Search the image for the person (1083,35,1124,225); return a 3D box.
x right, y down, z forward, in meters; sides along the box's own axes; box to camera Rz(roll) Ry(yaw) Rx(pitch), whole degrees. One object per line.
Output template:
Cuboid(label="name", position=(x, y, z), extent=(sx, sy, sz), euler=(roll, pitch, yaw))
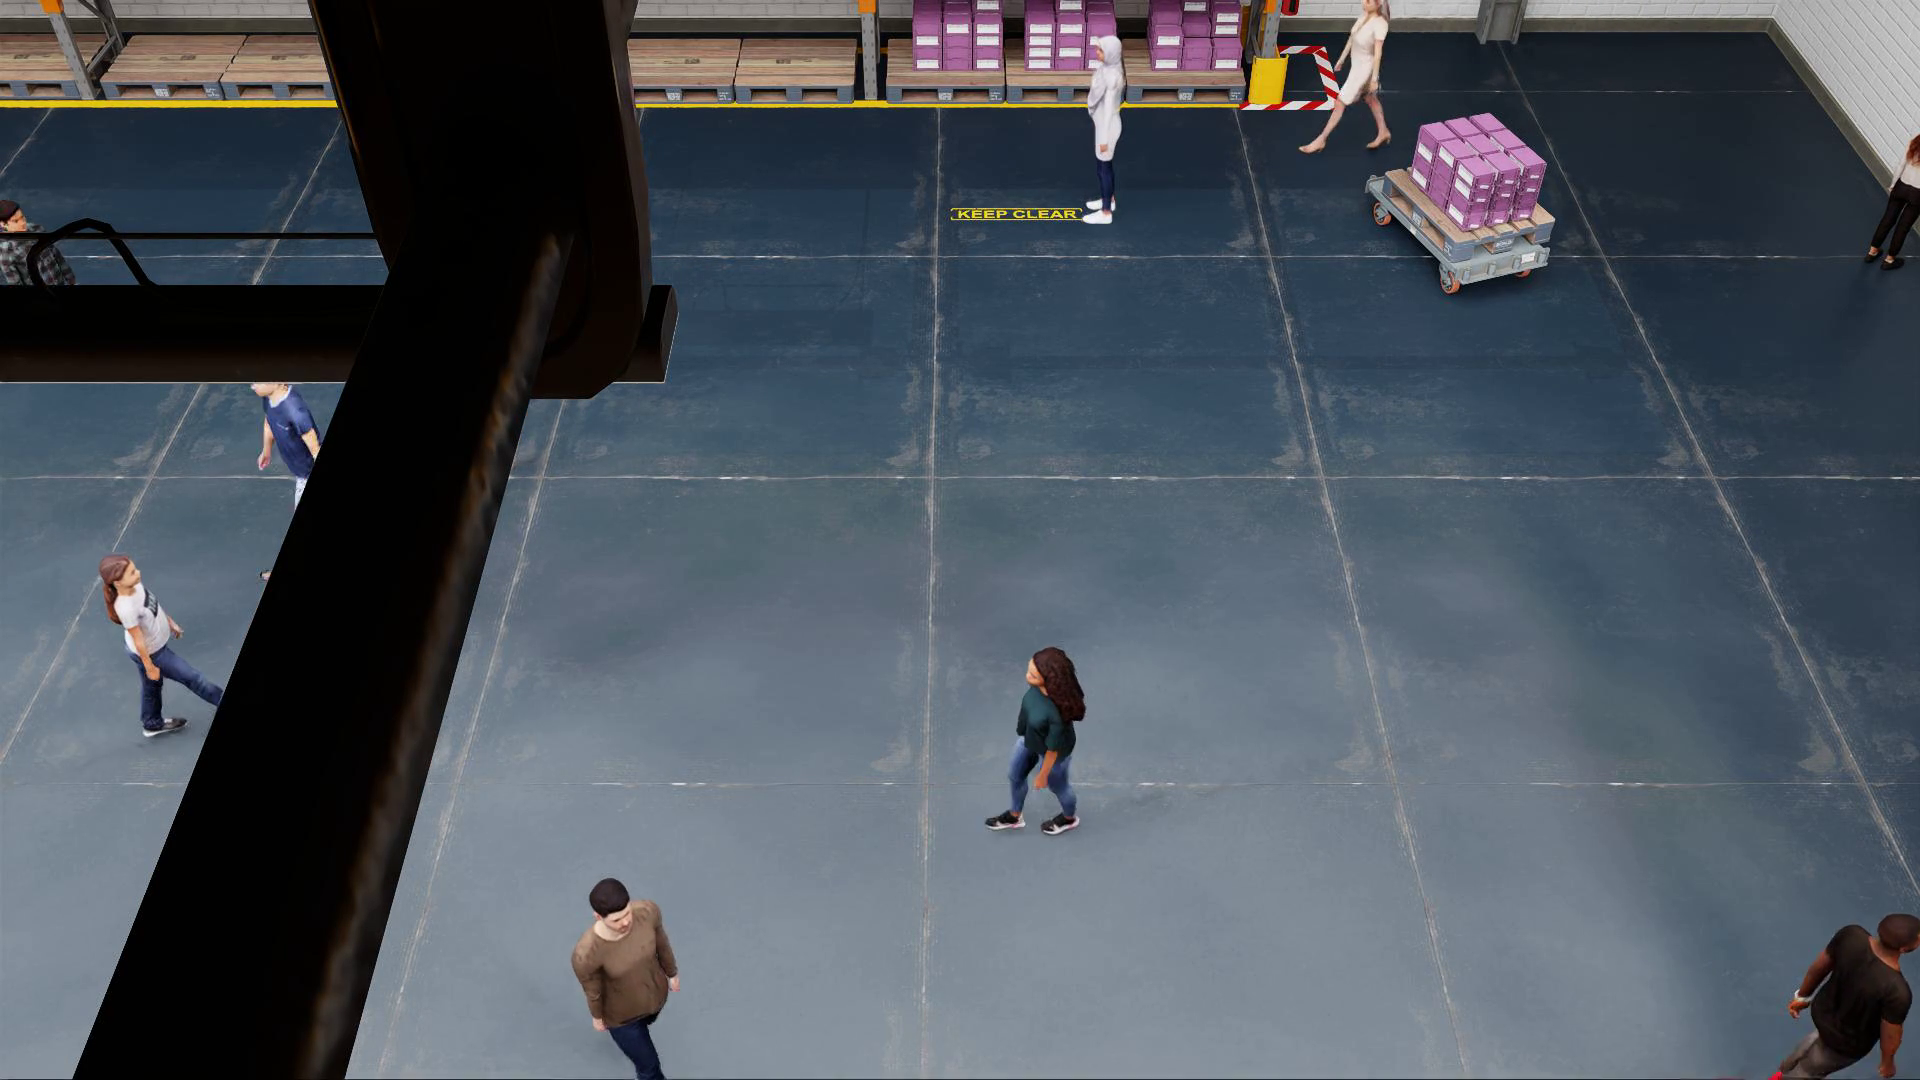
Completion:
Cuboid(label="person", position=(1.324, -3.675, 14.839), extent=(0.544, 1.772, 0.622), euler=(2, 44, 2))

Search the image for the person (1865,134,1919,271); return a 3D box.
Cuboid(label="person", position=(8.212, -3.015, 14.354), extent=(0.652, 1.485, 0.615), euler=(-27, 50, -25))

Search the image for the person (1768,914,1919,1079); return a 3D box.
Cuboid(label="person", position=(4.364, 2.452, 8.393), extent=(0.675, 1.791, 0.678), euler=(-5, 44, -5))

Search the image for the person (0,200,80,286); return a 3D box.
Cuboid(label="person", position=(-7.388, -1.992, 13.358), extent=(1.086, 1.689, 0.843), euler=(11, 45, 11))

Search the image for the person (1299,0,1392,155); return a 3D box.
Cuboid(label="person", position=(3.869, -4.389, 15.655), extent=(1.181, 1.679, 0.688), euler=(-5, 44, -5))

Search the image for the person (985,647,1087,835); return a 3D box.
Cuboid(label="person", position=(0.600, 1.209, 9.840), extent=(0.885, 1.596, 0.731), euler=(-12, 45, -12))

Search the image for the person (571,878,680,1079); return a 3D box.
Cuboid(label="person", position=(-1.725, 2.279, 8.526), extent=(1.212, 1.859, 1.130), euler=(32, 52, 29))

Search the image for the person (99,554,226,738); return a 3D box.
Cuboid(label="person", position=(-5.145, 0.693, 10.431), extent=(1.078, 1.527, 0.797), euler=(-15, 46, -16))
